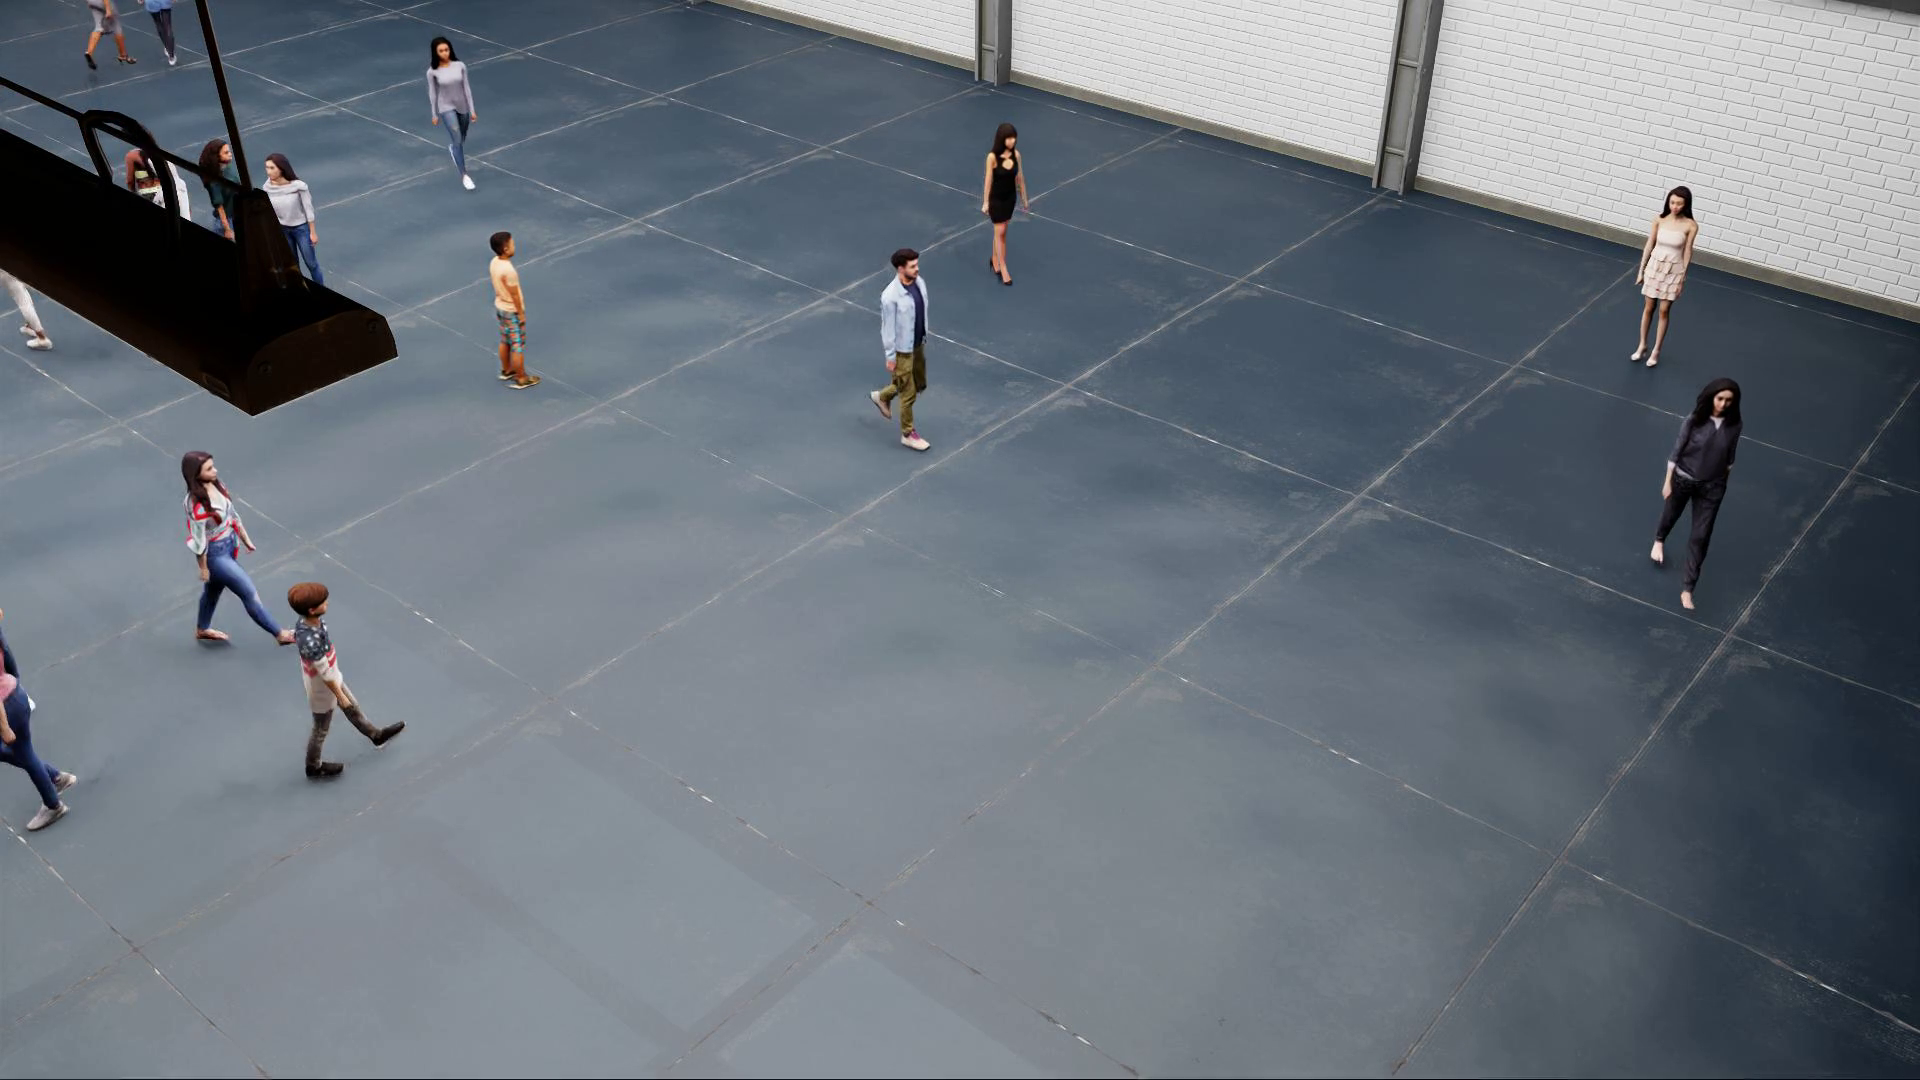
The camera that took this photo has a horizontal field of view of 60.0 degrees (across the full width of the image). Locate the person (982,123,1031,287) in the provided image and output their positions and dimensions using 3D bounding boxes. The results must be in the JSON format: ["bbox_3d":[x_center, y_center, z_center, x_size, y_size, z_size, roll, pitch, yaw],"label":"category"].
[{"bbox_3d":[0.386,-3.458,16.896,0.732,1.635,0.851,-19,38,-26],"label":"person"}]

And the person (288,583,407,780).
[{"bbox_3d":[-4.105,0.920,10.517,0.834,1.406,0.924,-15,36,-21],"label":"person"}]

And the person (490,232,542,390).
[{"bbox_3d":[-4.064,-2.080,14.984,0.620,1.458,0.454,-27,42,-34],"label":"person"}]

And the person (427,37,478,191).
[{"bbox_3d":[-5.835,-4.933,19.068,0.832,1.687,1.253,-21,39,-29],"label":"person"}]

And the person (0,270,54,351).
[{"bbox_3d":[-8.769,-2.552,15.482,0.833,1.691,0.745,14,36,19],"label":"person"}]

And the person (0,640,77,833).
[{"bbox_3d":[-5.779,0.986,10.120,0.585,1.736,0.725,24,41,32],"label":"person"}]

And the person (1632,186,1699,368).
[{"bbox_3d":[6.464,-2.425,15.251,0.447,1.736,0.630,24,40,31],"label":"person"}]

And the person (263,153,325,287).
[{"bbox_3d":[-6.487,-3.006,16.221,0.647,1.630,0.740,2,34,3],"label":"person"}]

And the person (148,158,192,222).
[{"bbox_3d":[-7.355,-2.816,15.802,0.733,1.777,0.683,-1,34,-2],"label":"person"}]

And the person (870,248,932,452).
[{"bbox_3d":[-0.525,-1.633,14.003,0.948,1.798,0.722,22,39,29],"label":"person"}]

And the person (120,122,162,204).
[{"bbox_3d":[-7.948,-3.286,16.575,1.165,1.705,0.671,19,38,27],"label":"person"}]

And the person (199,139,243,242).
[{"bbox_3d":[-7.320,-3.182,16.536,1.137,1.575,0.998,4,34,6],"label":"person"}]

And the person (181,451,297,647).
[{"bbox_3d":[-5.245,0.103,11.604,1.143,1.563,1.035,0,34,0],"label":"person"}]

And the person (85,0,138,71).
[{"bbox_3d":[-11.605,-7.143,22.341,0.973,1.745,0.819,17,37,24],"label":"person"}]

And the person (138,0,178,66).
[{"bbox_3d":[-10.941,-7.377,22.668,0.895,1.773,1.010,-14,36,-20],"label":"person"}]

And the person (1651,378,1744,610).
[{"bbox_3d":[5.422,-0.452,12.305,1.204,1.711,1.049,7,34,11],"label":"person"}]
